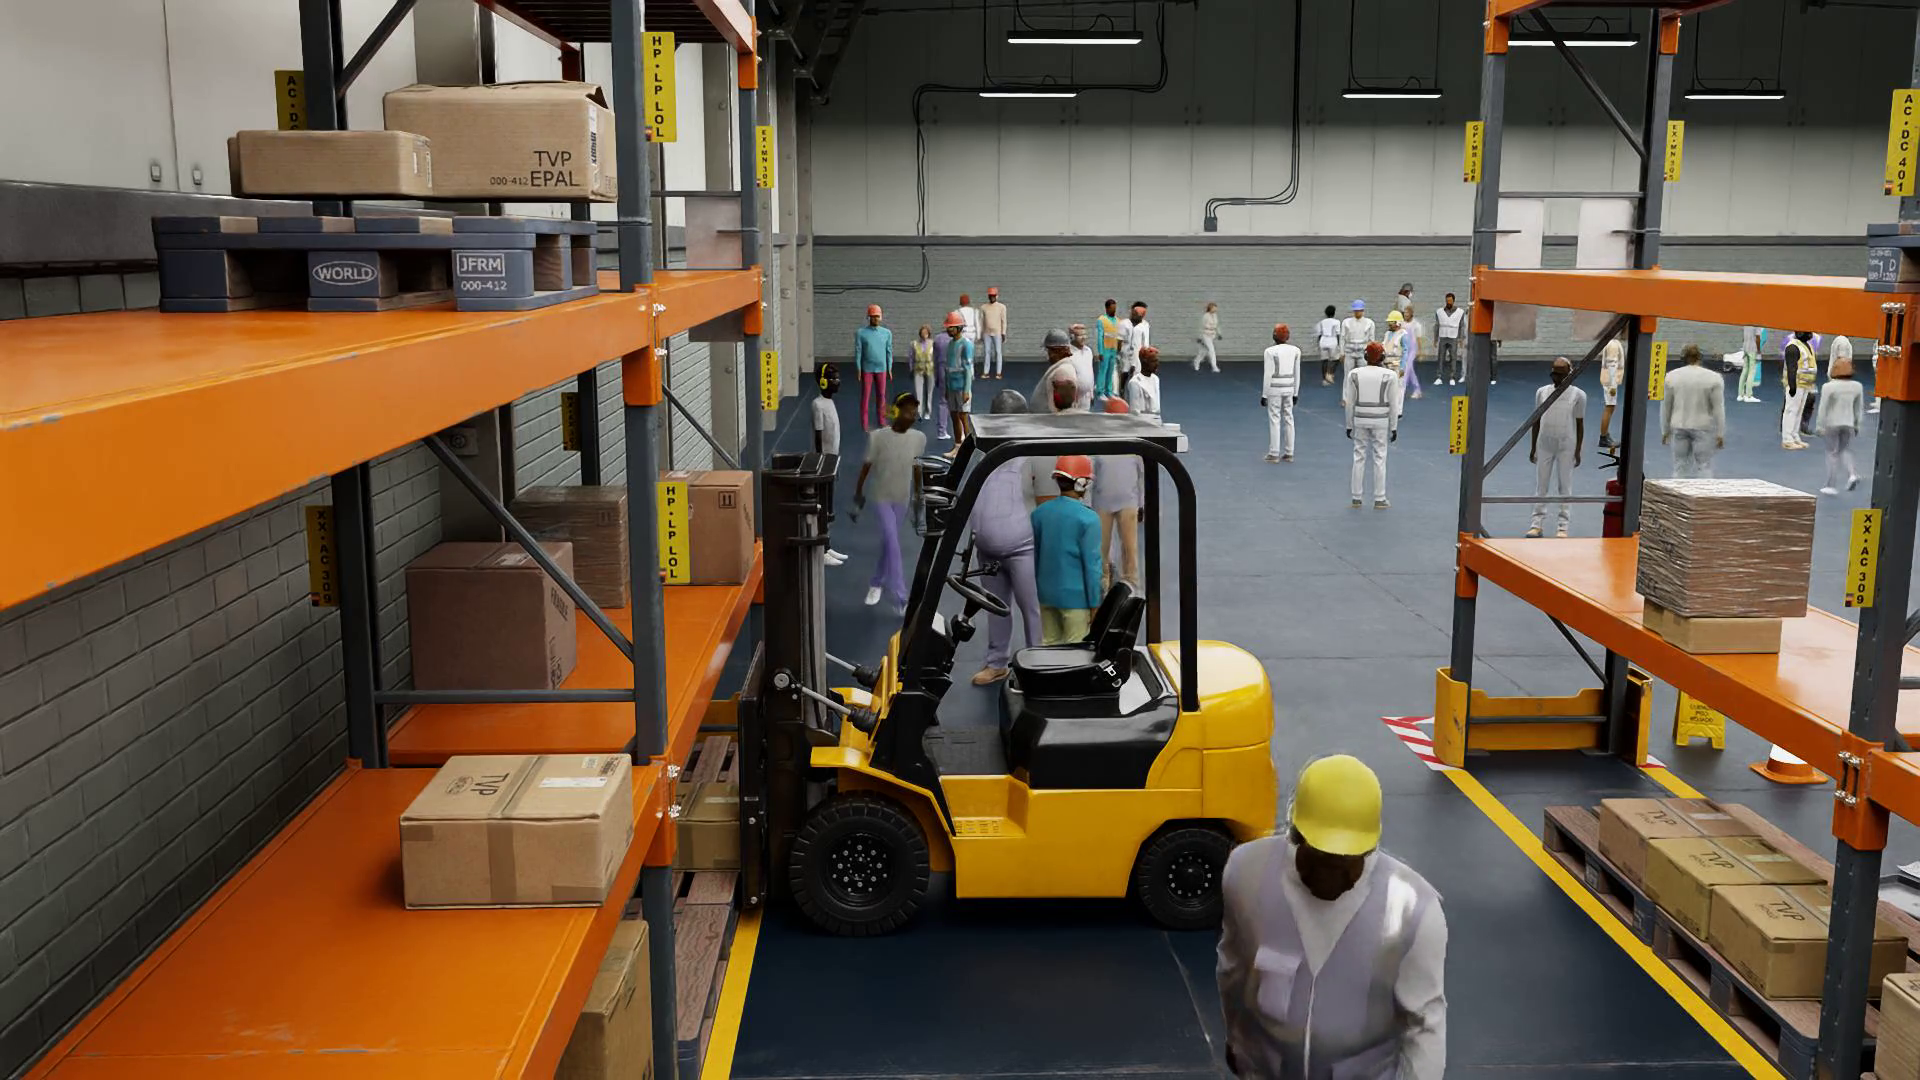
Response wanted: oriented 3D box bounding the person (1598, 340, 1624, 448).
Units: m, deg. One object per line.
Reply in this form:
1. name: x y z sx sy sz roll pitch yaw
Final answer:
1. person: 9.526 -2.299 24.205 0.392 1.925 0.548 4 11 21

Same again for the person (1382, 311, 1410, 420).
1. person: 7.284 -2.930 27.960 0.404 1.833 0.592 -5 11 -24

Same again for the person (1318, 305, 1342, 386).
1. person: 7.645 -4.016 34.399 0.557 1.681 0.379 9 14 42

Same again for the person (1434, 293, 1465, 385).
1. person: 10.235 -4.205 34.830 0.597 1.916 0.372 5 11 24

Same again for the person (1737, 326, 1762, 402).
1. person: 14.829 -3.512 31.133 0.327 1.863 0.511 -1 10 -7

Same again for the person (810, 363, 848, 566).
1. person: -1.225 -0.706 15.466 0.328 1.873 0.519 1 10 7

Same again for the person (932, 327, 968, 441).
1. person: -0.103 -2.442 25.072 0.648 1.899 0.400 6 12 31

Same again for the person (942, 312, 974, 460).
1. person: -0.050 -2.100 22.800 0.403 2.035 0.600 -7 12 -34

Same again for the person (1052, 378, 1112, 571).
1. person: 0.985 -0.504 14.517 0.575 1.816 0.852 -8 13 -39

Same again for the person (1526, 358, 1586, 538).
1. person: 5.987 -0.911 16.699 0.504 1.839 0.344 6 12 32

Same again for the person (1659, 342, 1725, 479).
1. person: 7.903 -1.164 17.941 0.724 1.917 0.341 7 12 33

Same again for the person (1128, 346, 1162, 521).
1. person: 1.985 -1.147 17.924 0.351 1.878 0.568 6 12 30

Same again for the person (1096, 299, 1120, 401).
1. person: 2.785 -3.579 31.353 0.385 1.915 0.594 9 13 40

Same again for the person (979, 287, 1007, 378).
1. person: 0.712 -4.536 36.450 0.619 1.997 0.373 3 11 18

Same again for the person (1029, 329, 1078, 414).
1. person: 1.021 -1.296 18.282 0.538 2.000 0.689 0 10 -2

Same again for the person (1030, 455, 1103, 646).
1. person: 0.672 0.326 10.076 0.354 1.744 0.564 -8 13 -37

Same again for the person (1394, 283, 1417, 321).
1. person: 10.477 -5.038 39.126 0.536 2.000 0.678 0 10 -1

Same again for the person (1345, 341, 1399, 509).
1. person: 4.619 -1.287 18.661 0.585 1.883 0.343 5 11 27

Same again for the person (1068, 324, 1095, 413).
1. person: 1.558 -1.921 22.167 0.646 1.901 0.400 -10 14 -43

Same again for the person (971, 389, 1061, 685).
1. person: 0.324 0.000 11.058 0.686 2.000 0.535 10 14 44

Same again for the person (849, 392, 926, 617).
1. person: -0.575 -0.298 13.422 0.564 1.802 0.959 -5 11 -27

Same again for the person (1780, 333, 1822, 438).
1. person: 12.873 -2.523 25.422 0.625 1.920 0.801 -1 10 -5

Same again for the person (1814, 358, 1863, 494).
1. person: 10.398 -1.339 19.674 0.500 1.623 0.379 -1 10 -7

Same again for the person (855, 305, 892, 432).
1. person: -1.356 -2.698 26.214 0.612 1.997 0.375 -4 11 -19

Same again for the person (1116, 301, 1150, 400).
1. person: 3.164 -3.451 30.621 0.633 1.925 0.826 -2 10 -12

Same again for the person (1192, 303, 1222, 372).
1. person: 5.696 -4.686 38.395 0.843 1.599 0.507 8 13 38

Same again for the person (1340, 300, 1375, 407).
1. person: 7.170 -3.361 30.042 0.605 1.948 0.403 3 11 16

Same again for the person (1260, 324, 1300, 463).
1. person: 4.345 -1.987 22.568 0.585 1.882 0.337 -5 11 -25

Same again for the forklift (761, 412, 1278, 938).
1. forklift: 0.291 0.548 7.580 2.313 2.155 1.214 0 10 -2

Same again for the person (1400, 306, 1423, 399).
1. person: 8.478 -3.527 31.412 0.980 1.798 0.534 -6 12 -30

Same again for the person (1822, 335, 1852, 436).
1. person: 13.448 -2.474 25.421 0.343 1.838 0.504 4 11 21

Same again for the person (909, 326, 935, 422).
1. person: -0.592 -2.757 27.671 0.527 1.577 0.910 0 10 0

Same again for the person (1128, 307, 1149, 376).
1. person: 3.049 -3.044 28.459 0.355 1.882 0.575 4 11 22

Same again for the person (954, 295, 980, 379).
1. person: 0.127 -4.439 36.404 0.587 1.823 1.006 -4 11 -22

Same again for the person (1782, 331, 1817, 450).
1. person: 12.145 -2.235 24.065 0.429 1.844 0.627 10 14 43

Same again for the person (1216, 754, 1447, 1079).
1. person: 0.946 1.358 4.313 0.597 1.747 1.009 3 11 17

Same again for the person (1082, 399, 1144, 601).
1. person: 1.270 -0.288 13.574 0.577 1.714 0.856 -1 10 -3

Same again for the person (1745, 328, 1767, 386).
1. person: 16.572 -4.114 34.565 0.339 1.833 0.522 7 12 32

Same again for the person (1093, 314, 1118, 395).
1. person: 2.873 -3.639 32.606 0.511 1.578 0.892 -3 11 -17
